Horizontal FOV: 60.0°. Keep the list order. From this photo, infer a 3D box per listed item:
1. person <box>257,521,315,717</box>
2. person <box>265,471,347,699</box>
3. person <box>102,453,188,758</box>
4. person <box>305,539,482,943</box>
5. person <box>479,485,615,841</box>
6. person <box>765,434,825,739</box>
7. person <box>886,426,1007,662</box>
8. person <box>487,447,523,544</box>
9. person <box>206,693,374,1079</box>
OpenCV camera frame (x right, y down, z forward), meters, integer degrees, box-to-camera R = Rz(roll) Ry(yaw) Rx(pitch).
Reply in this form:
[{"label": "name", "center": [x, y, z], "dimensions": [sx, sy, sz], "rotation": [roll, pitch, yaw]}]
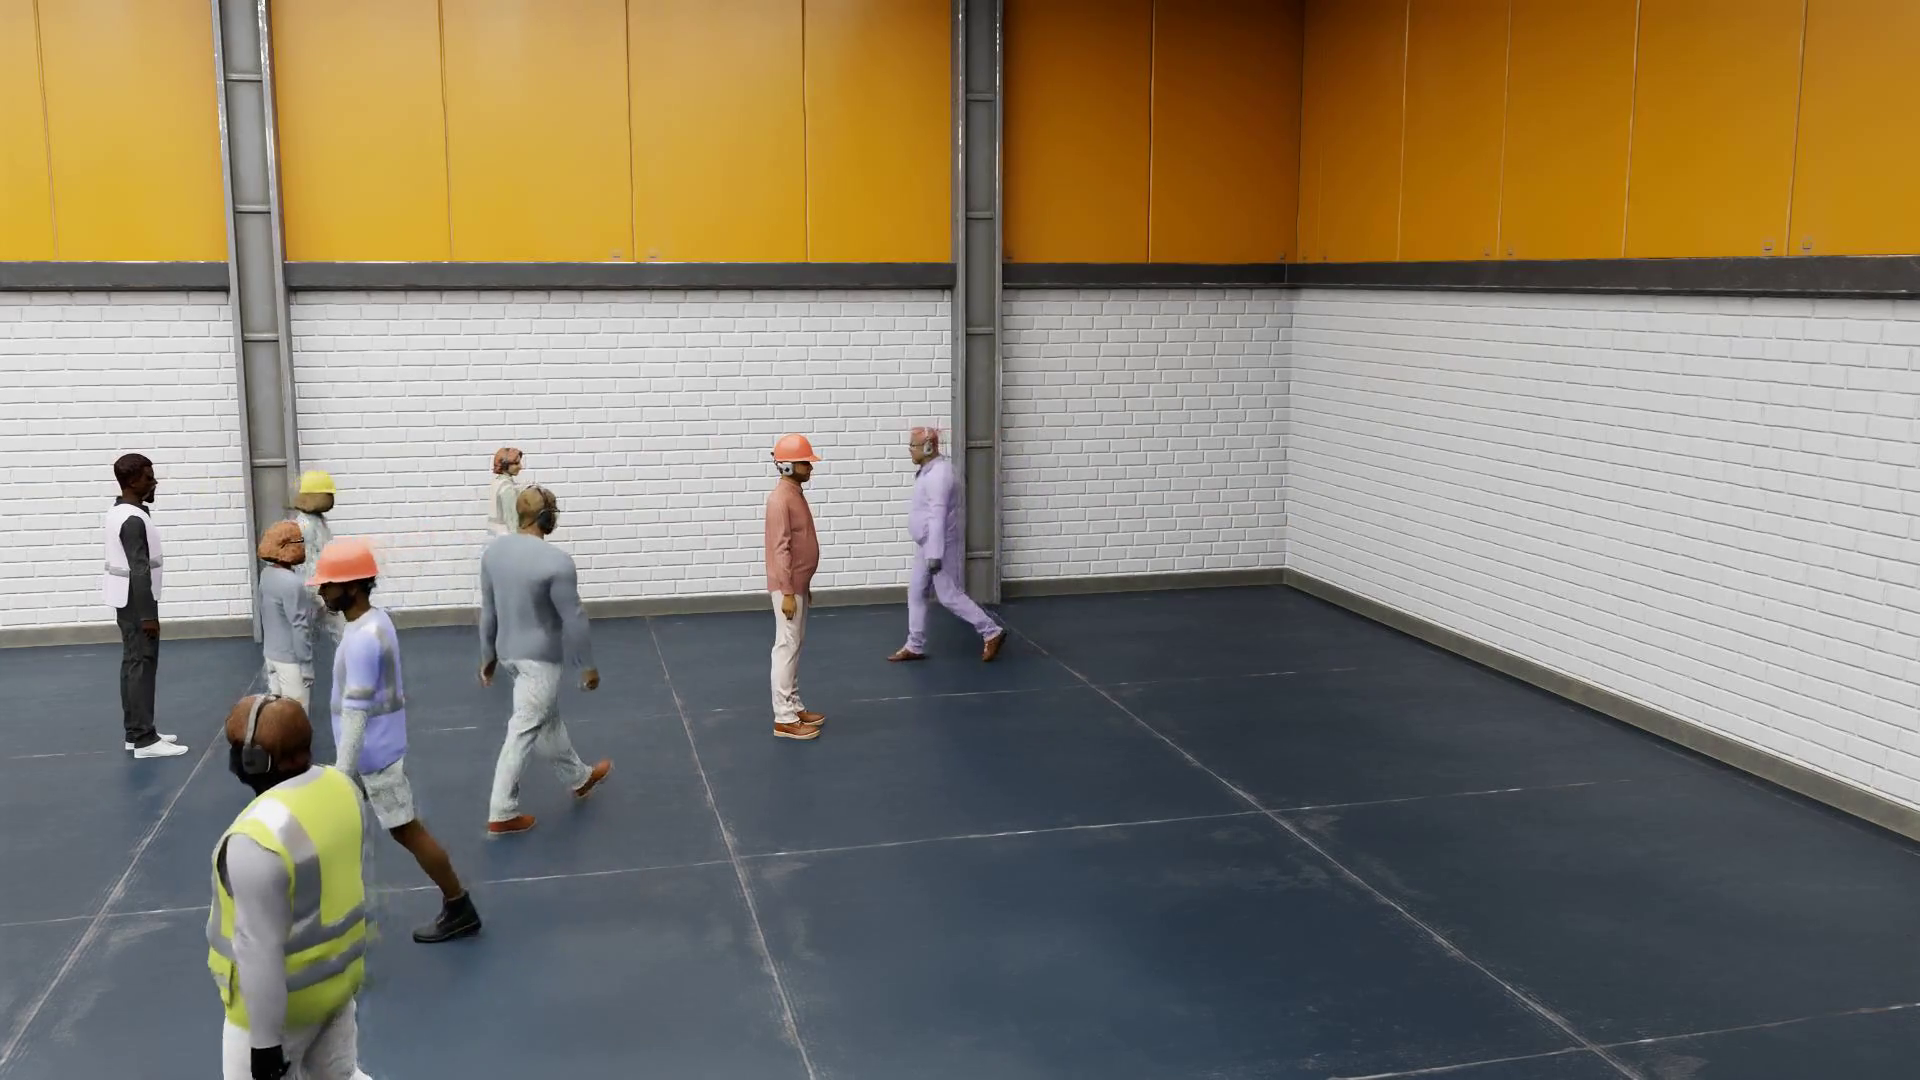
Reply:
[{"label": "person", "center": [-3.840, 0.698, 9.551], "dimensions": [0.280, 1.634, 0.498], "rotation": [-8, 12, -42]}, {"label": "person", "center": [-4.387, 0.372, 11.410], "dimensions": [0.913, 1.694, 0.489], "rotation": [0, 9, -1]}, {"label": "person", "center": [-5.171, 0.410, 10.463], "dimensions": [0.389, 1.919, 0.592], "rotation": [-6, 11, -34]}, {"label": "person", "center": [-2.646, 0.924, 7.377], "dimensions": [1.017, 1.882, 0.566], "rotation": [-3, 10, -20]}, {"label": "person", "center": [-2.250, 0.636, 9.135], "dimensions": [0.659, 1.884, 1.012], "rotation": [7, 11, 36]}, {"label": "person", "center": [-1.096, 0.295, 10.944], "dimensions": [0.376, 1.995, 0.612], "rotation": [1, 9, 3]}, {"label": "person", "center": [-0.110, 0.041, 12.926], "dimensions": [0.862, 1.875, 0.647], "rotation": [-2, 9, -13]}, {"label": "person", "center": [-3.669, 0.064, 13.501], "dimensions": [0.315, 1.636, 0.515], "rotation": [-5, 10, -28]}, {"label": "person", "center": [-1.924, 1.343, 4.979], "dimensions": [0.797, 1.820, 0.633], "rotation": [1, 9, 6]}]
